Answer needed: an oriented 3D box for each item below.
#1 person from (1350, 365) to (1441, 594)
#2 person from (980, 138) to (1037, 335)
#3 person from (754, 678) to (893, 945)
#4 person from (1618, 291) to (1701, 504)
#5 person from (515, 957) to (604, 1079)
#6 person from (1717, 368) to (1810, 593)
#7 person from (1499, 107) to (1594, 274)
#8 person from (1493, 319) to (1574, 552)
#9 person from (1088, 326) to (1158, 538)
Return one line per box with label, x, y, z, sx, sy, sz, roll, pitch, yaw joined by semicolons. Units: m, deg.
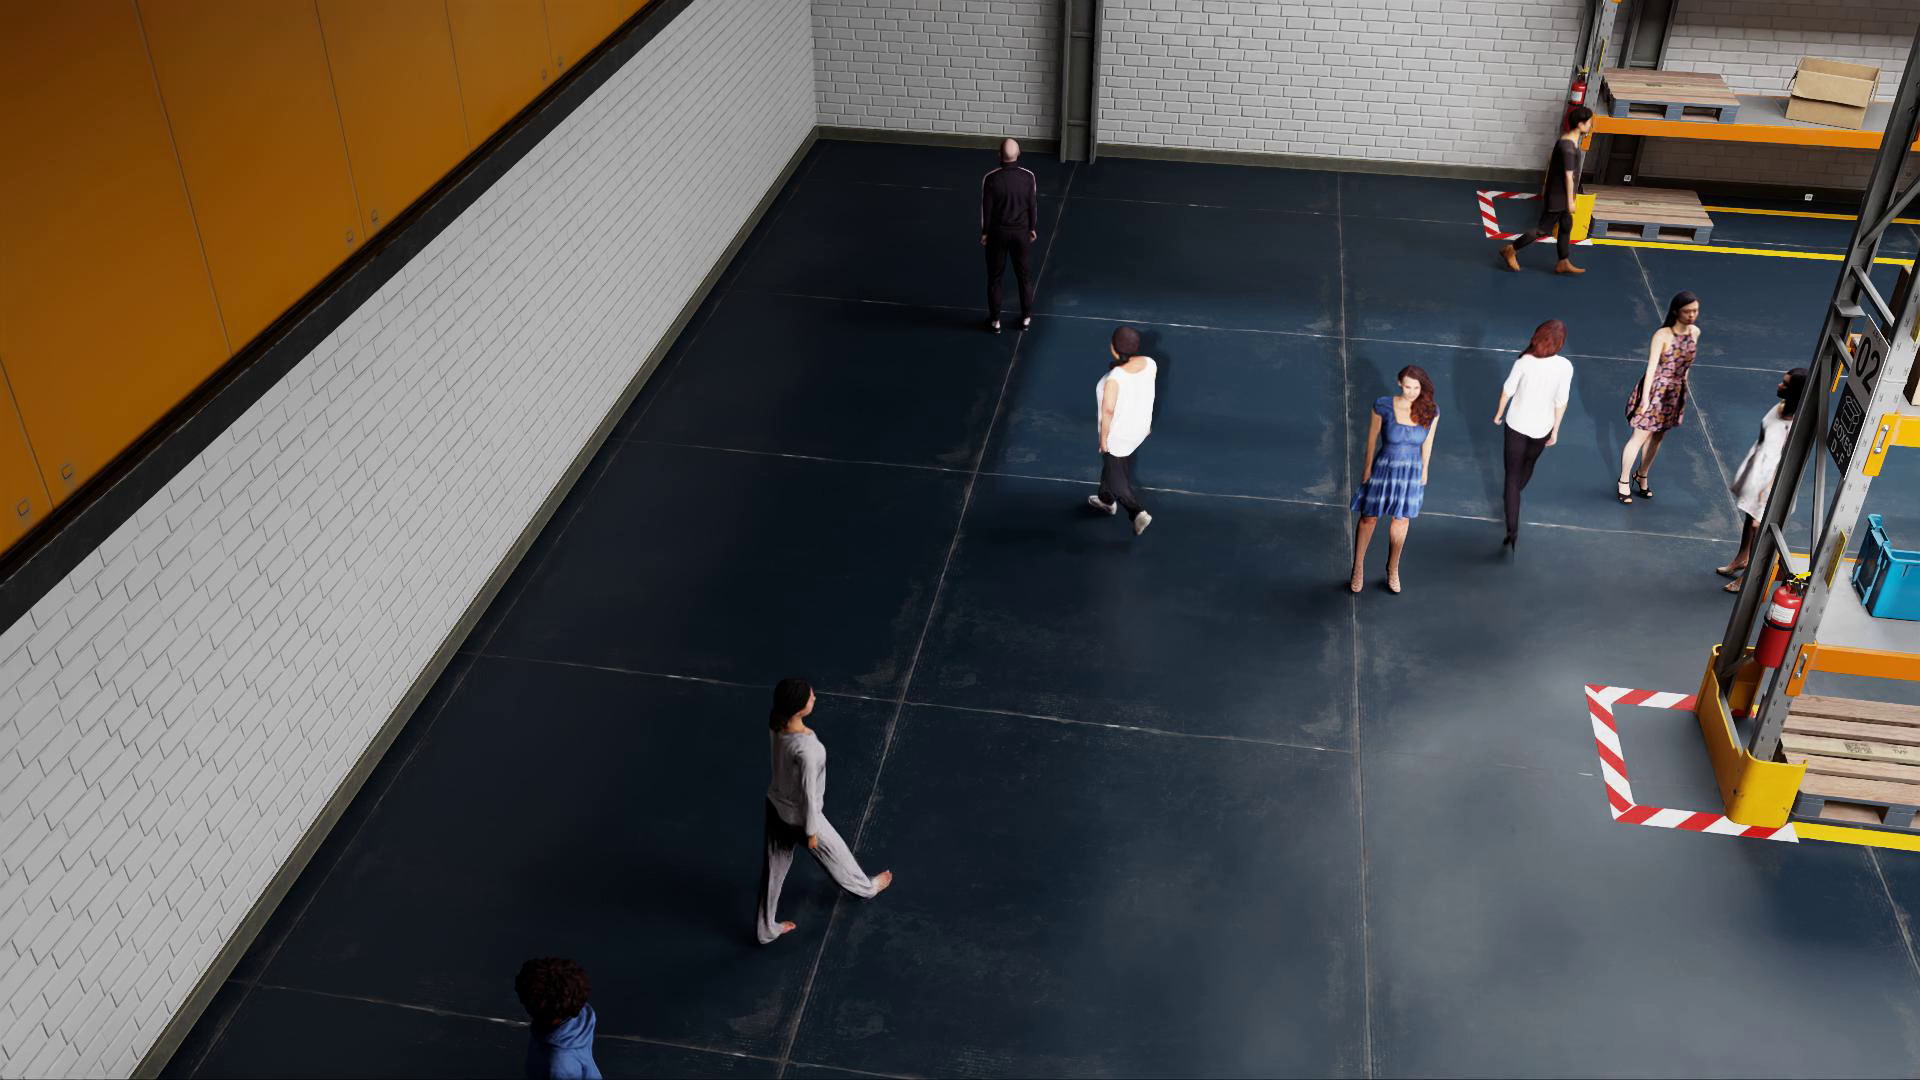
person;3.064;-0.419;11.748;0.556;1.805;0.757;1;34;2
person;0.444;-2.784;15.280;0.651;1.834;0.818;-6;34;-9
person;-0.954;1.491;8.937;1.128;1.736;1.047;-20;39;-27
person;5.393;-1.090;12.787;0.776;1.774;0.856;-13;36;-18
person;-1.703;2.502;7.349;0.704;1.811;0.746;-6;34;-9
person;5.720;-0.425;11.785;0.615;1.774;0.633;6;34;9
person;5.809;-3.411;16.355;1.128;1.689;0.785;15;36;21
person;4.194;-0.744;12.288;1.051;1.749;0.690;5;34;8
person;1.244;-0.806;12.456;1.010;1.666;1.112;-26;41;-33
